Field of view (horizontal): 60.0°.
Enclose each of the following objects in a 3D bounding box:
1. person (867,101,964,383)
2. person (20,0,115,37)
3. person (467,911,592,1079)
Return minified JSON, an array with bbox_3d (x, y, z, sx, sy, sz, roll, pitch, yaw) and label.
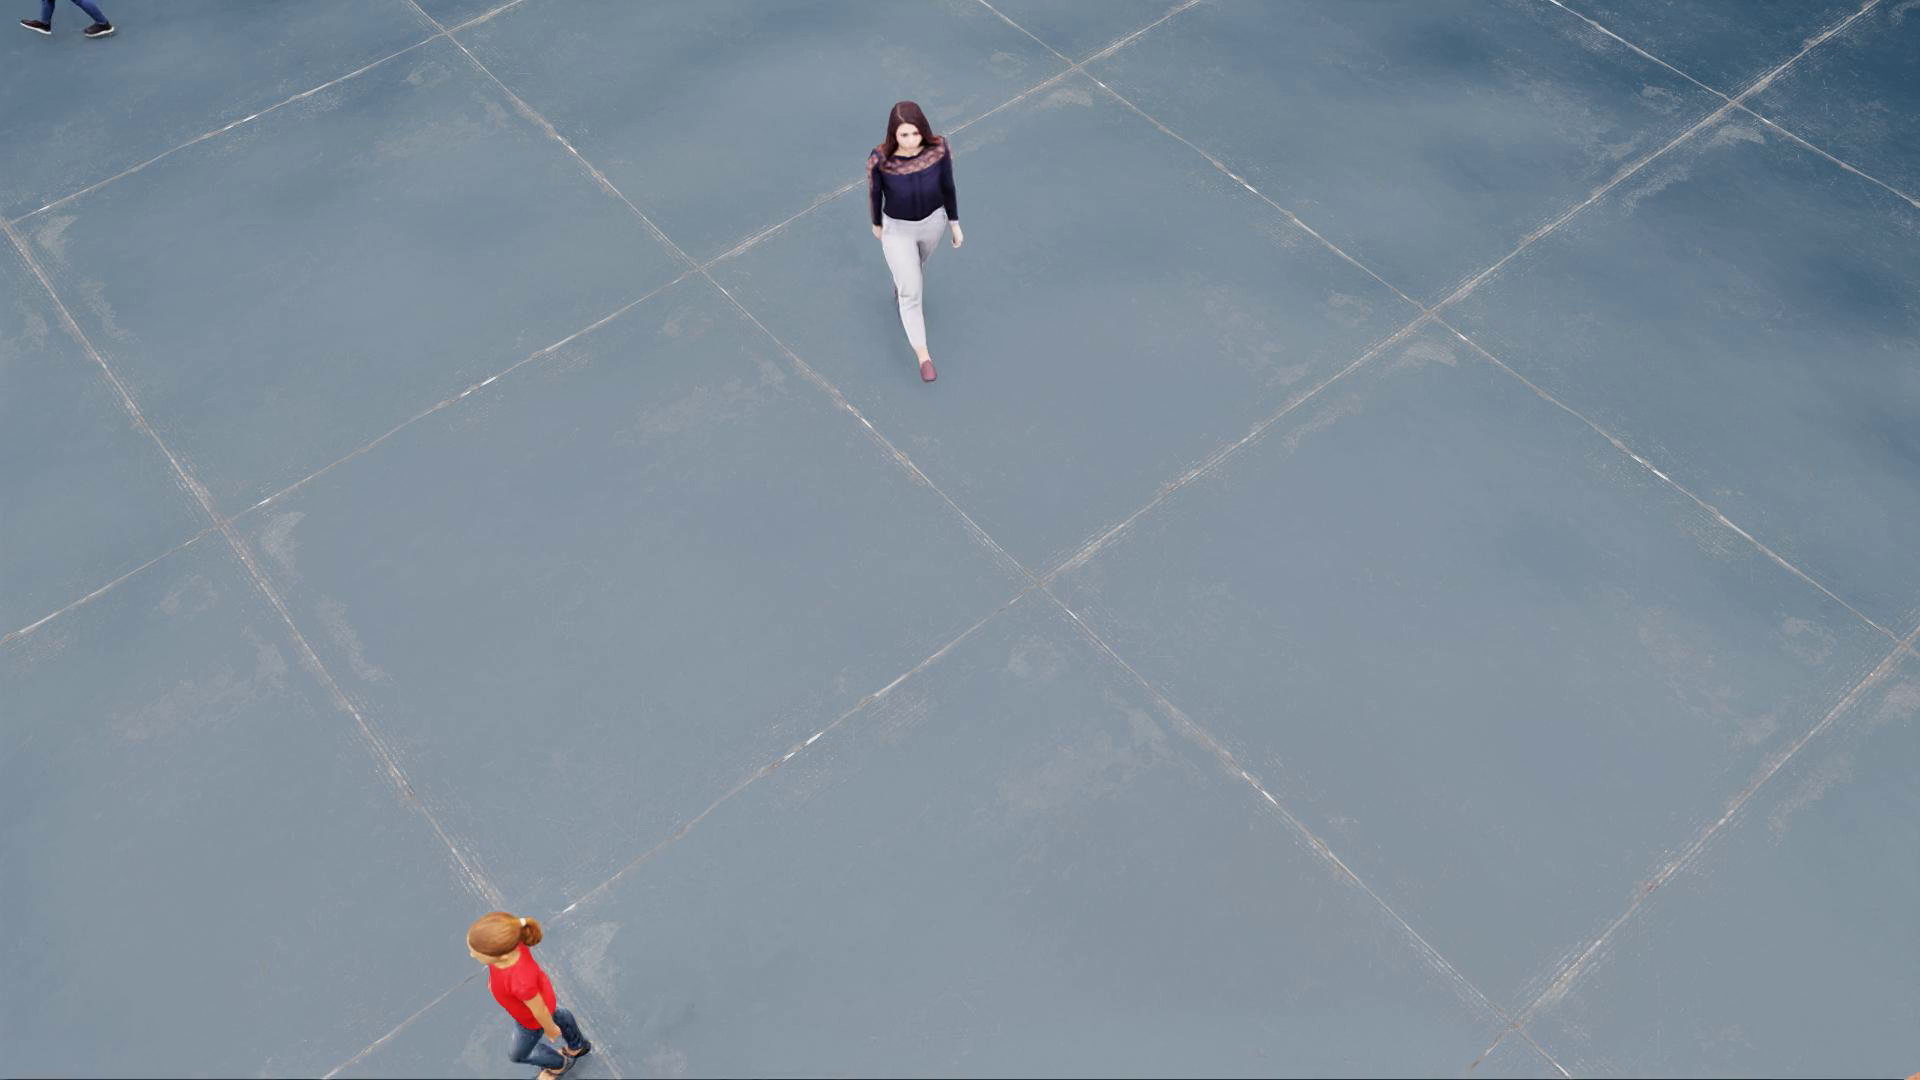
[{"bbox_3d":[-0.259,-1.687,8.863,1.077,1.558,0.920,-15,54,-12],"label":"person"},{"bbox_3d":[-5.832,-3.729,10.748,0.827,1.079,0.629,-14,54,-11],"label":"person"},{"bbox_3d":[-1.588,1.734,6.379,0.574,1.298,0.533,-22,55,-16],"label":"person"}]
